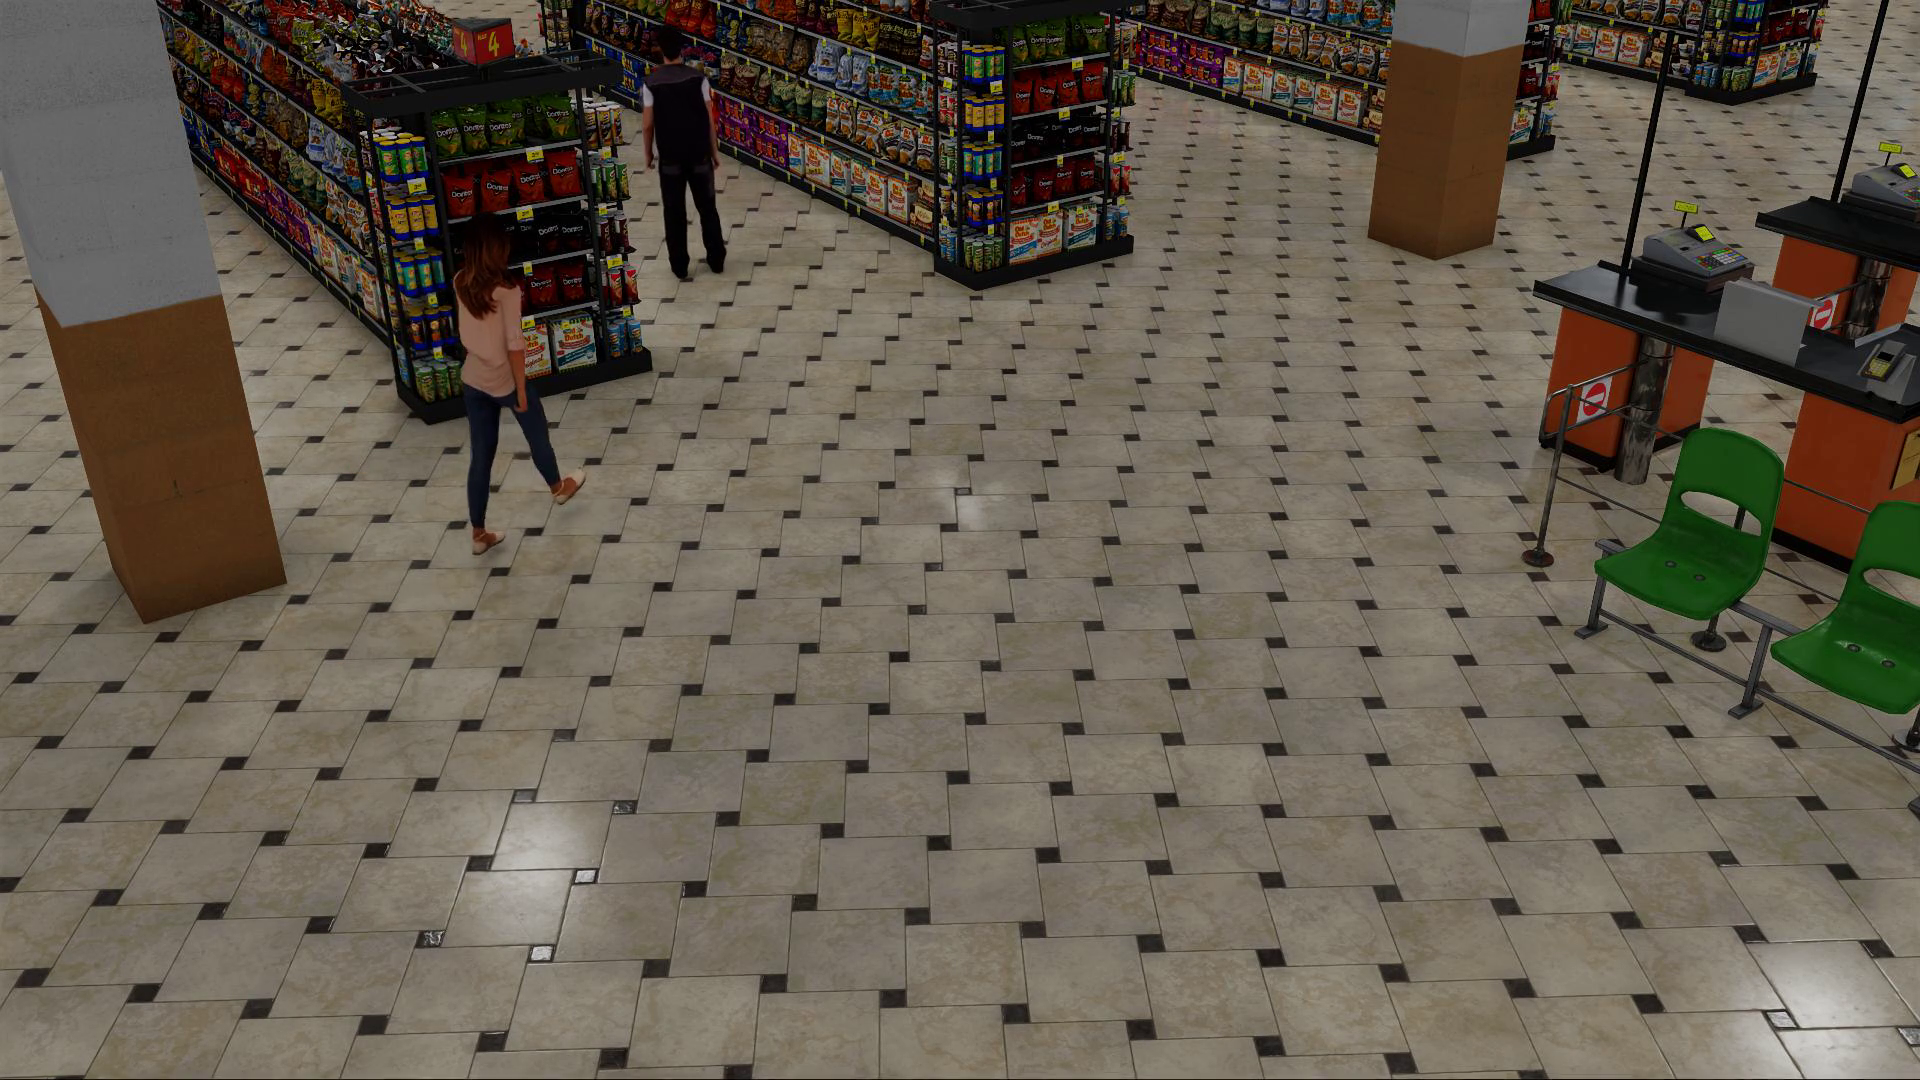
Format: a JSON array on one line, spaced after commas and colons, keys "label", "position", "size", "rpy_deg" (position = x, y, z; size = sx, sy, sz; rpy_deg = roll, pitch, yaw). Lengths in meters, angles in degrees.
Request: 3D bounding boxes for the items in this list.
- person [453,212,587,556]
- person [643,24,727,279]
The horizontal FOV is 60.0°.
[{"label": "person", "position": [-2.423, -0.749, 8.497], "size": [1.151, 1.737, 1.050], "rpy_deg": [12, 31, 21]}, {"label": "person", "position": [-2.029, -2.812, 12.164], "size": [0.786, 1.843, 0.760], "rpy_deg": [-5, 29, -10]}]
